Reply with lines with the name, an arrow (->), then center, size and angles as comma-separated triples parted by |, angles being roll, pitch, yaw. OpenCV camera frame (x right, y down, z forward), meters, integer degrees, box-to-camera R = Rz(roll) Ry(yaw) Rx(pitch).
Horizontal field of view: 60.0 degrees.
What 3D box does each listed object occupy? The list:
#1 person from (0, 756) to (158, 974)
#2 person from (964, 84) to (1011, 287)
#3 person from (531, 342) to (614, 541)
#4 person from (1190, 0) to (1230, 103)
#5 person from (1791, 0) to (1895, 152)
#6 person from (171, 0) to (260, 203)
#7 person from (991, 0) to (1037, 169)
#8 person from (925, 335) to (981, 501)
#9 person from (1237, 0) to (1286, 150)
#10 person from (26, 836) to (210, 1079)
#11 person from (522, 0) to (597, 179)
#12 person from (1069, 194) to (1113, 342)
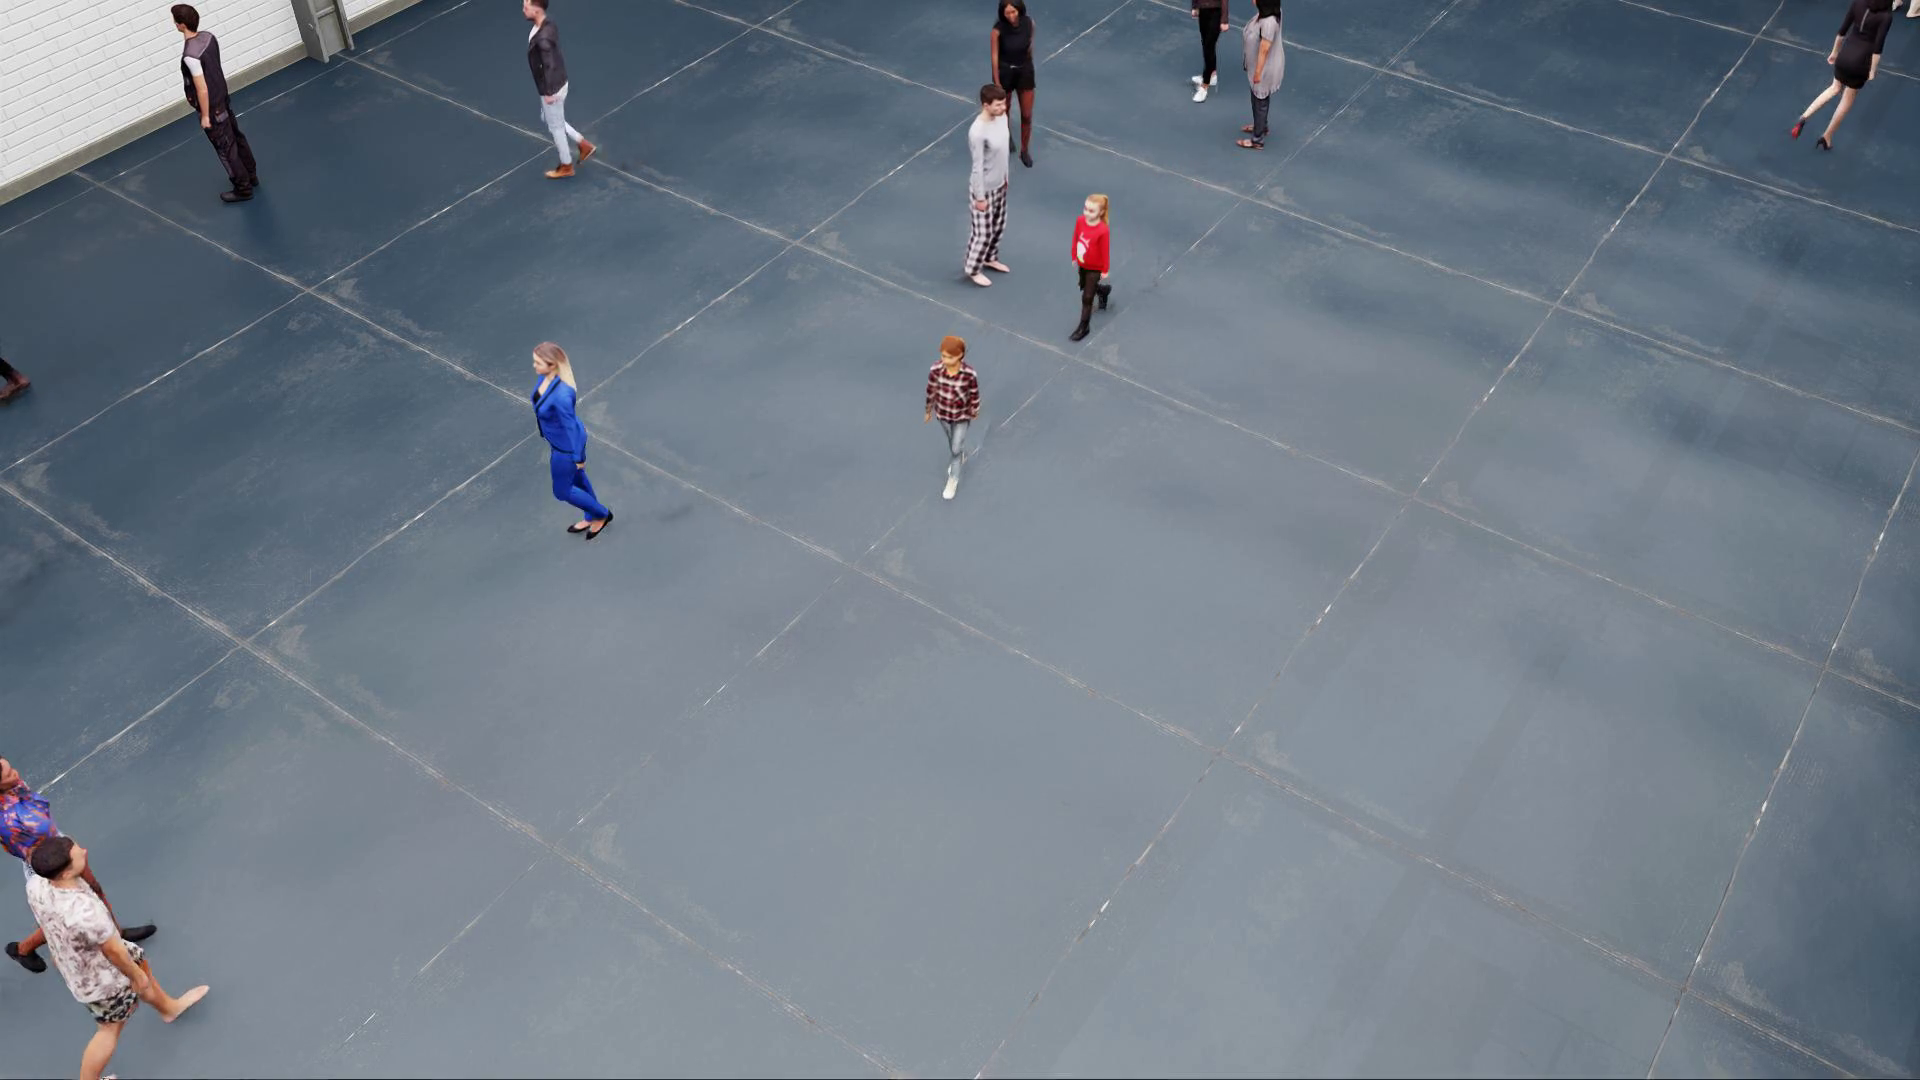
person -> -5.021, 1.788, 9.029 | 1.037, 1.728, 0.921 | -13, 45, -13
person -> 0.223, -2.995, 13.967 | 0.695, 1.843, 0.505 | 22, 48, 22
person -> -2.668, -0.715, 11.685 | 0.773, 1.689, 0.740 | -17, 46, -17
person -> 2.493, -5.214, 16.408 | 0.861, 1.688, 0.815 | -17, 46, -17
person -> 8.245, -4.401, 15.482 | 0.891, 1.789, 0.801 | -17, 46, -17
person -> -6.702, -3.939, 14.954 | 0.799, 1.849, 0.708 | -1, 44, -1
person -> 0.492, -4.333, 15.480 | 0.910, 1.693, 0.944 | -17, 46, -17
person -> -0.028, -1.001, 12.278 | 0.662, 1.284, 0.831 | 14, 45, 14
person -> 2.885, -4.504, 15.723 | 0.783, 1.605, 0.698 | 11, 45, 11
person -> -4.506, 2.229, 8.530 | 0.694, 1.779, 1.101 | 27, 50, 25
person -> -3.649, -4.156, 15.197 | 0.922, 1.827, 0.862 | -6, 44, -6
person -> 1.110, -2.288, 13.644 | 0.563, 1.264, 0.876 | 32, 52, 29
